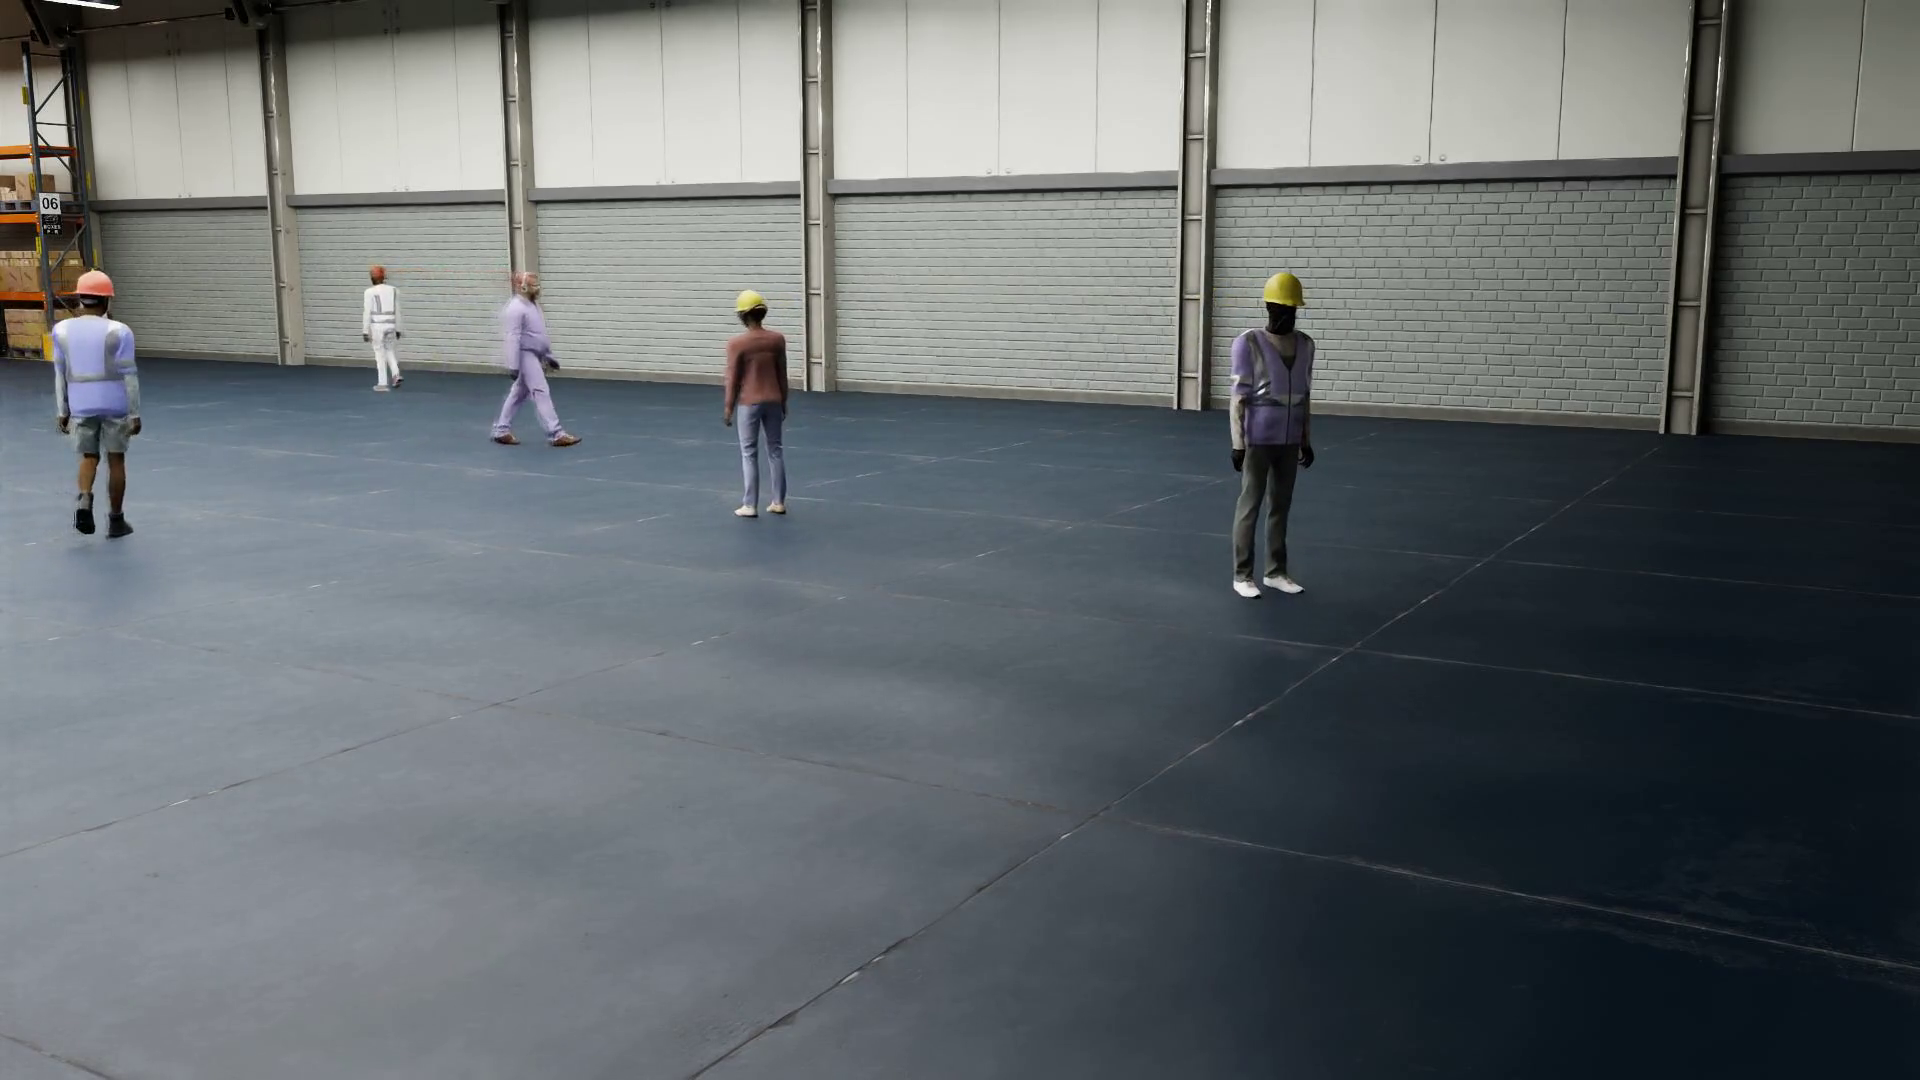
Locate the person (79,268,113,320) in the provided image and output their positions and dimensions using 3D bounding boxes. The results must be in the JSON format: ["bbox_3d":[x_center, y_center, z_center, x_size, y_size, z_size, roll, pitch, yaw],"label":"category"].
[{"bbox_3d":[-12.553,-3.043,24.309,0.607,1.847,0.575,3,10,18],"label":"person"}]

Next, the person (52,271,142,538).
[{"bbox_3d":[-6.137,-0.948,11.843,0.560,1.918,0.499,-1,10,-7],"label":"person"}]

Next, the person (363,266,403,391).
[{"bbox_3d":[-8.662,-3.158,24.894,0.397,1.875,0.613,6,12,33],"label":"person"}]

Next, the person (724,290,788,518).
[{"bbox_3d":[-1.574,-1.051,12.909,0.531,1.764,0.322,-7,12,-36],"label":"person"}]

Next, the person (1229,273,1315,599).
[{"bbox_3d":[1.871,-0.616,9.883,0.594,1.922,0.386,-5,11,-28],"label":"person"}]

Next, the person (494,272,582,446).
[{"bbox_3d":[-4.565,-1.916,17.706,0.991,1.858,0.650,0,10,1],"label":"person"}]
